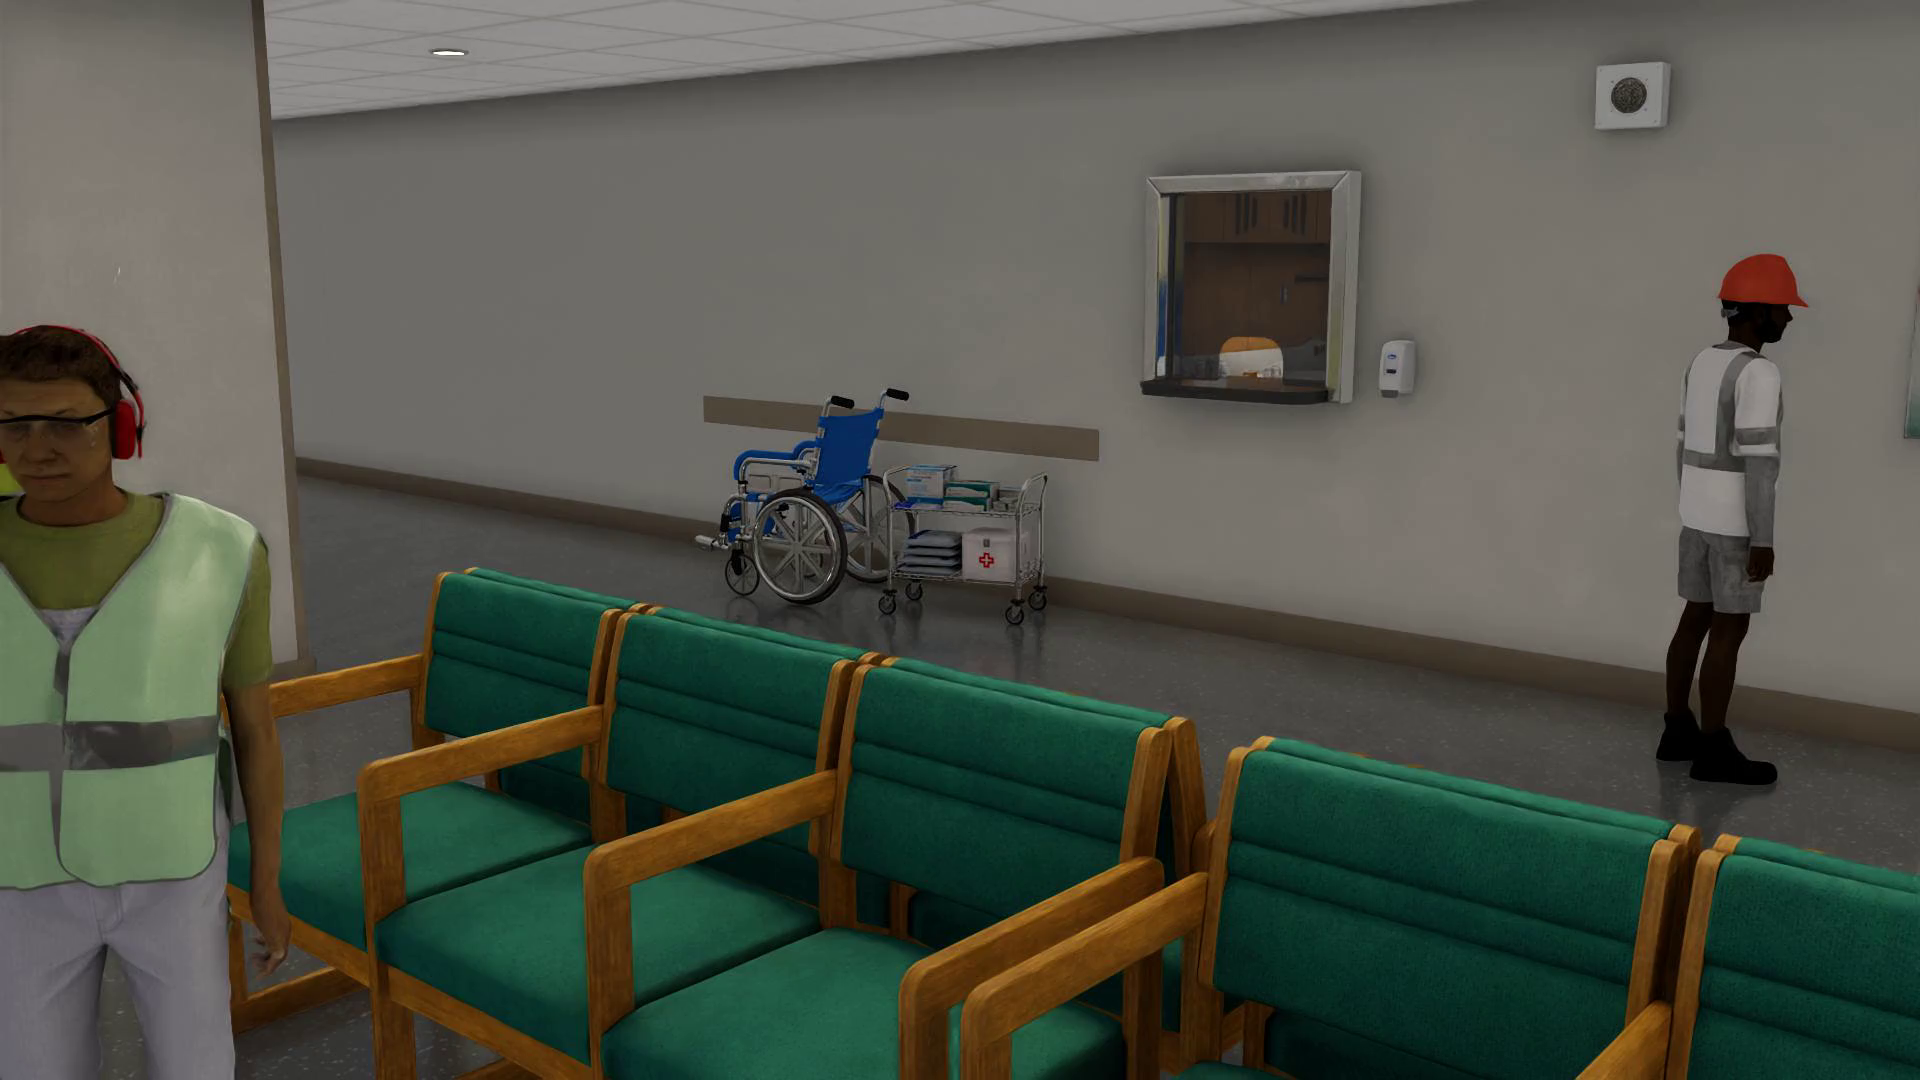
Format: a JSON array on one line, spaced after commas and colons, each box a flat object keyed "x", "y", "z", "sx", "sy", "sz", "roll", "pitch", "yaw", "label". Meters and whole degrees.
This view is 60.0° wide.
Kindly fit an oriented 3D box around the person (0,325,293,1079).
[{"x": -1.412, "y": 0.567, "z": 2.753, "sx": 0.570, "sy": 1.840, "sz": 0.373, "roll": -3, "pitch": 10, "yaw": -16, "label": "person"}]

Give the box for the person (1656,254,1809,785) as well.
[{"x": 2.866, "y": -0.077, "z": 6.148, "sx": 0.373, "sy": 1.934, "sz": 0.551, "roll": -1, "pitch": 10, "yaw": -3, "label": "person"}]
